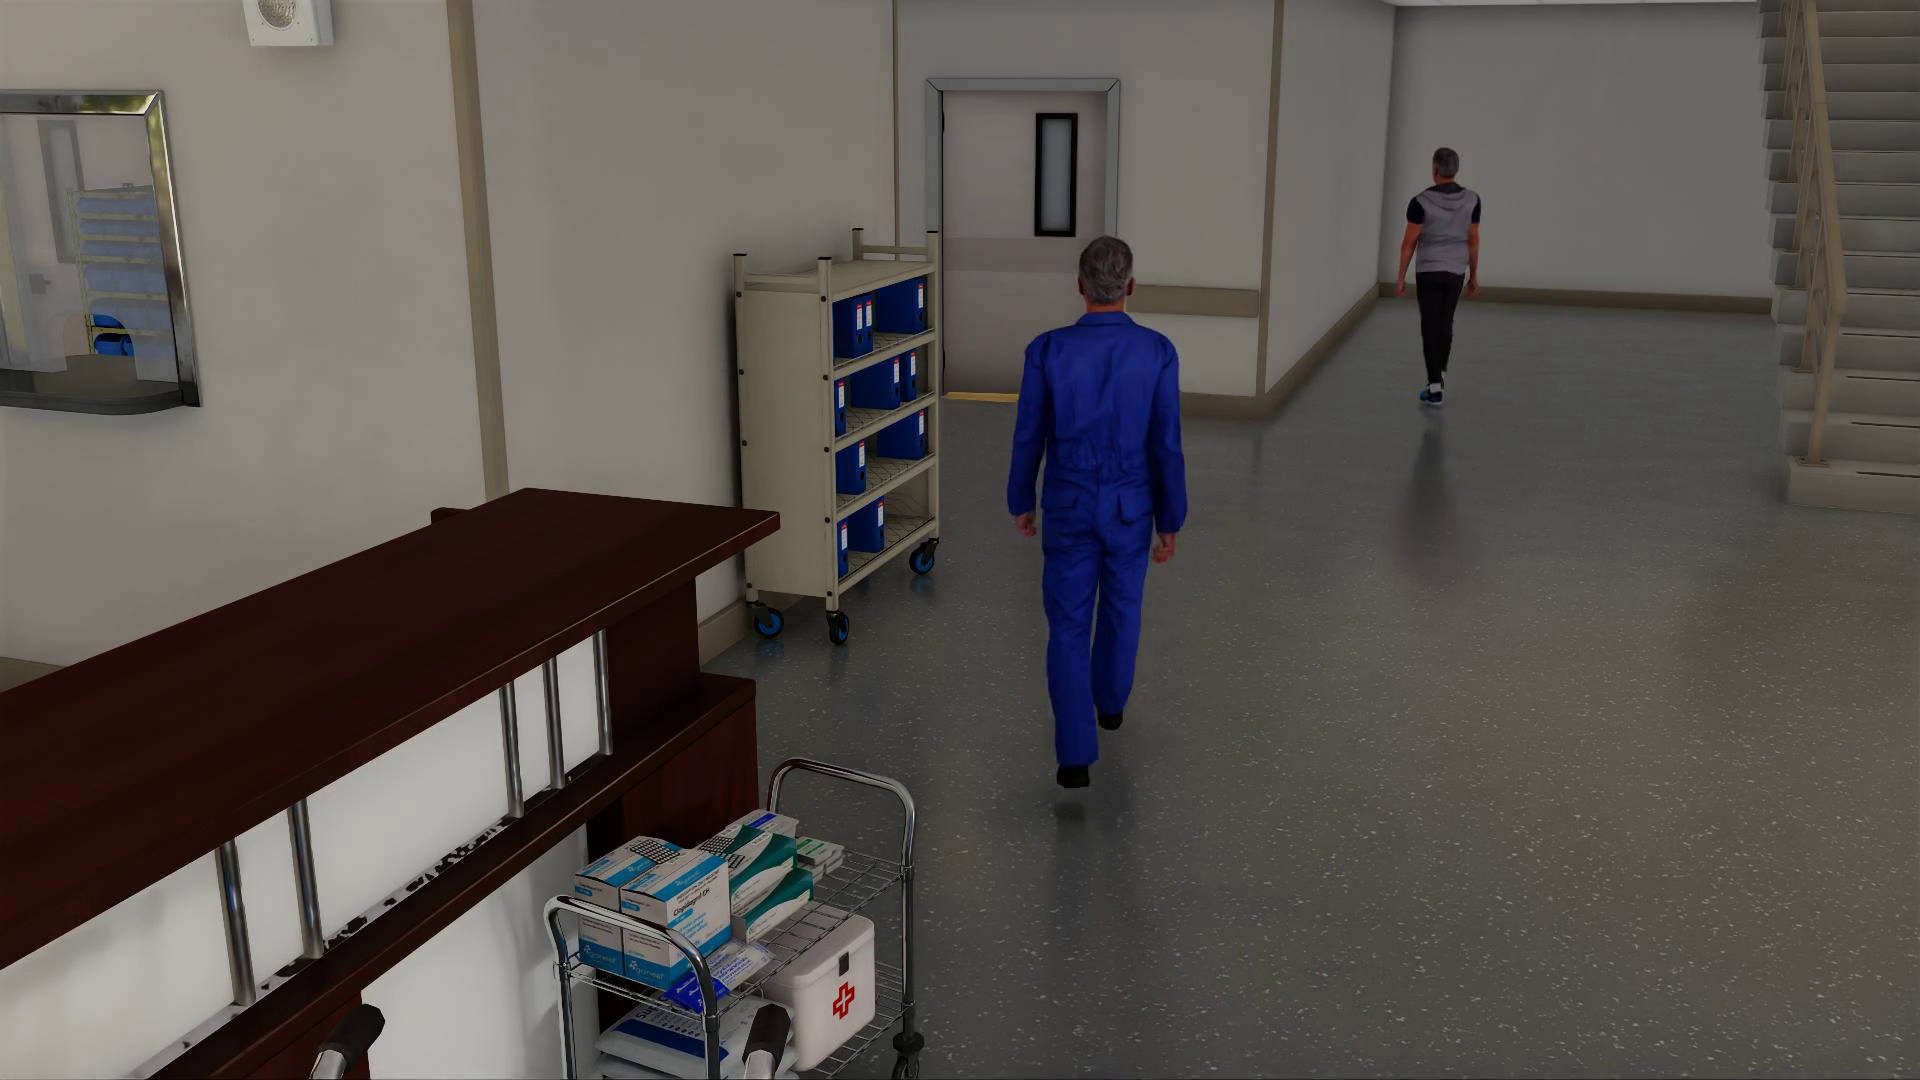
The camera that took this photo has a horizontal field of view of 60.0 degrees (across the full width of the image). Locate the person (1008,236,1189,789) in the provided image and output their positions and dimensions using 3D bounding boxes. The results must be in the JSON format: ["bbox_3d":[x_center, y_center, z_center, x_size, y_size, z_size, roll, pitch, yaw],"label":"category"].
[{"bbox_3d":[0.447,-0.042,5.498,1.014,1.781,1.315,1,16,2],"label":"person"}]

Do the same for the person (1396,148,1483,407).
[{"bbox_3d":[3.484,-1.861,11.908,0.889,1.804,0.955,-2,16,-7],"label":"person"}]
